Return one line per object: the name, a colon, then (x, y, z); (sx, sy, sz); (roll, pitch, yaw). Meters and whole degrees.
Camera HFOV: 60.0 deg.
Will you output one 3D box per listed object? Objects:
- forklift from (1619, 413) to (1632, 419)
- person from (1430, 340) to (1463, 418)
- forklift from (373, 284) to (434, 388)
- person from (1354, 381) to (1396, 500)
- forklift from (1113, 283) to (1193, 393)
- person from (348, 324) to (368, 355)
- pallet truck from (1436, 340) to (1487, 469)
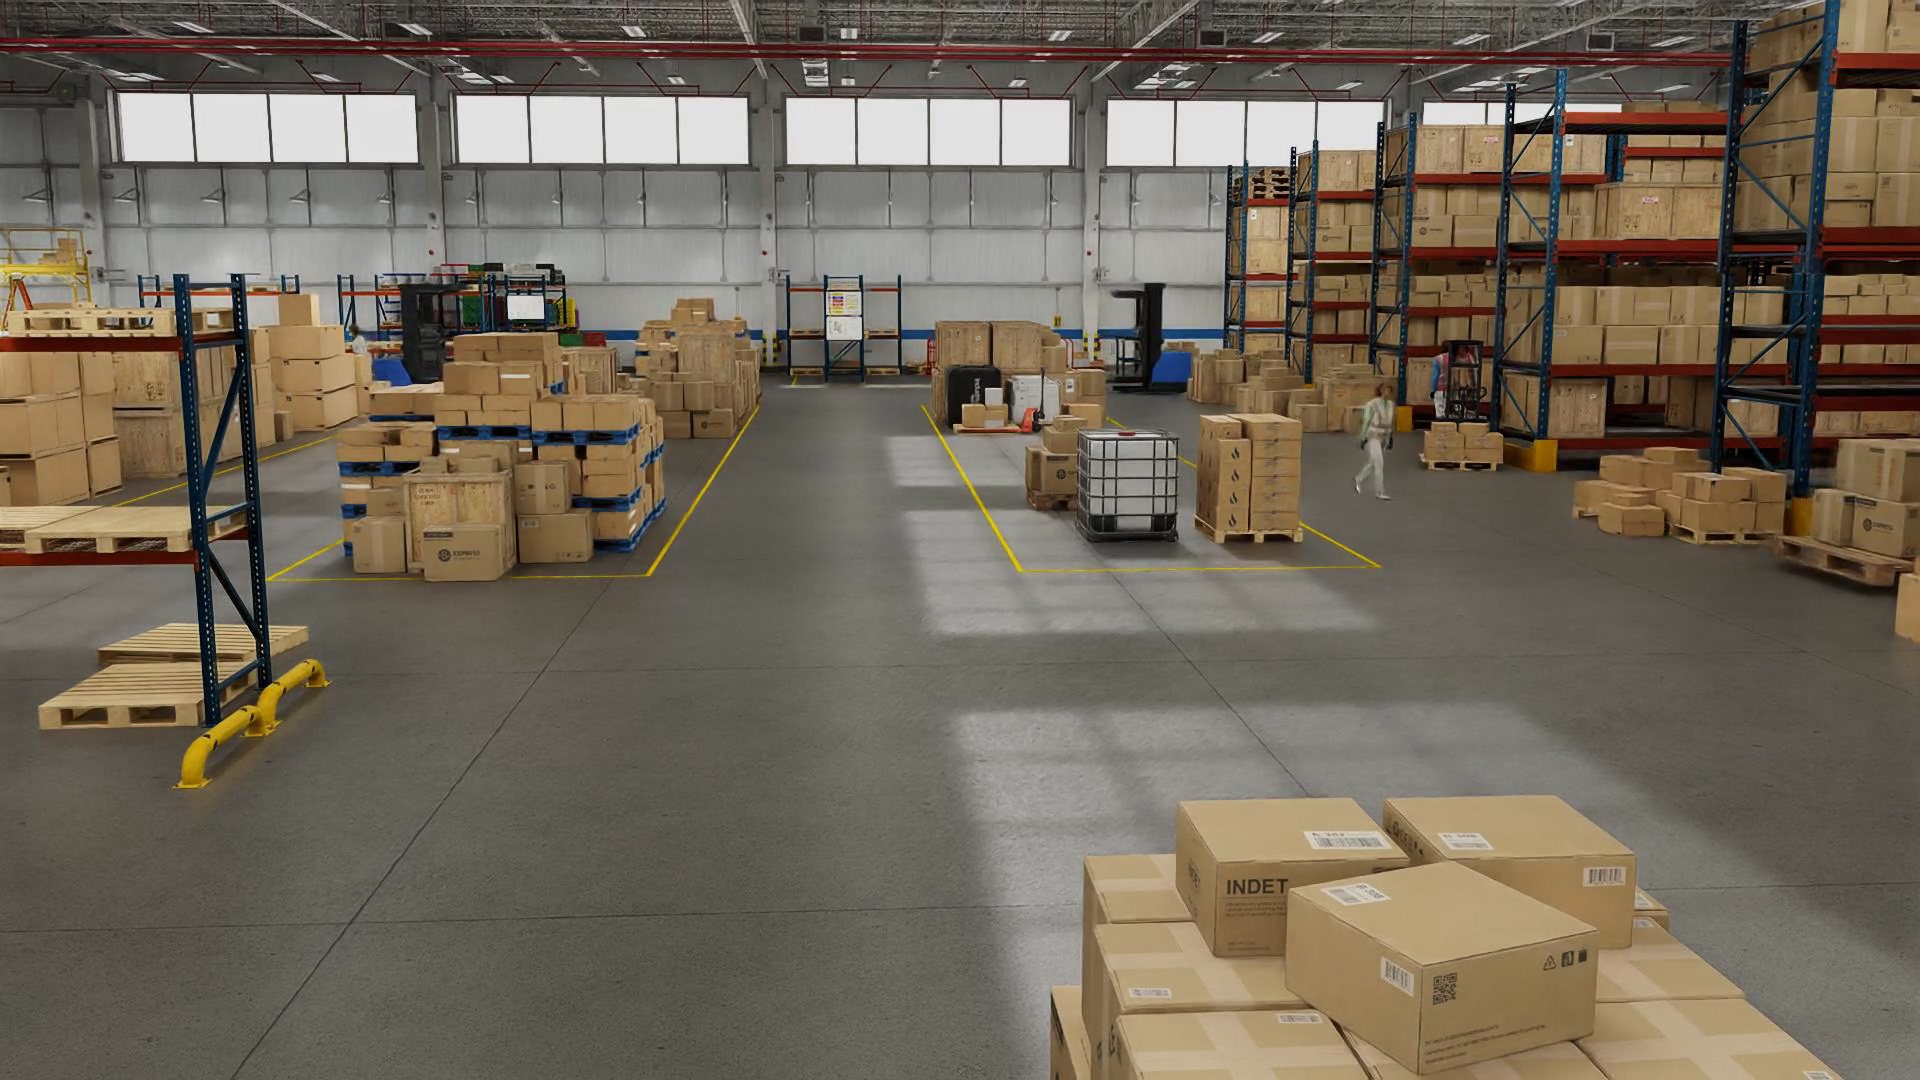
forklift: (13.356, -4.019, 35.265); (1.129, 2.768, 1.873); (-1, 9, -4)
person: (8.943, -2.768, 30.661); (0.633, 1.843, 0.429); (-3, 10, -19)
forklift: (-12.597, -4.554, 38.626); (1.873, 2.768, 1.129); (2, 9, 15)
person: (5.641, -1.376, 22.655); (0.574, 1.605, 0.751); (-6, 11, -31)
forklift: (4.946, -5.164, 42.454); (1.873, 2.768, 1.129); (-1, 9, -4)
person: (-13.706, -3.971, 37.992); (0.532, 1.909, 0.655); (-3, 10, -21)
pallet truck: (8.004, -2.170, 26.422); (0.823, 1.965, 1.885); (2, 9, 14)
